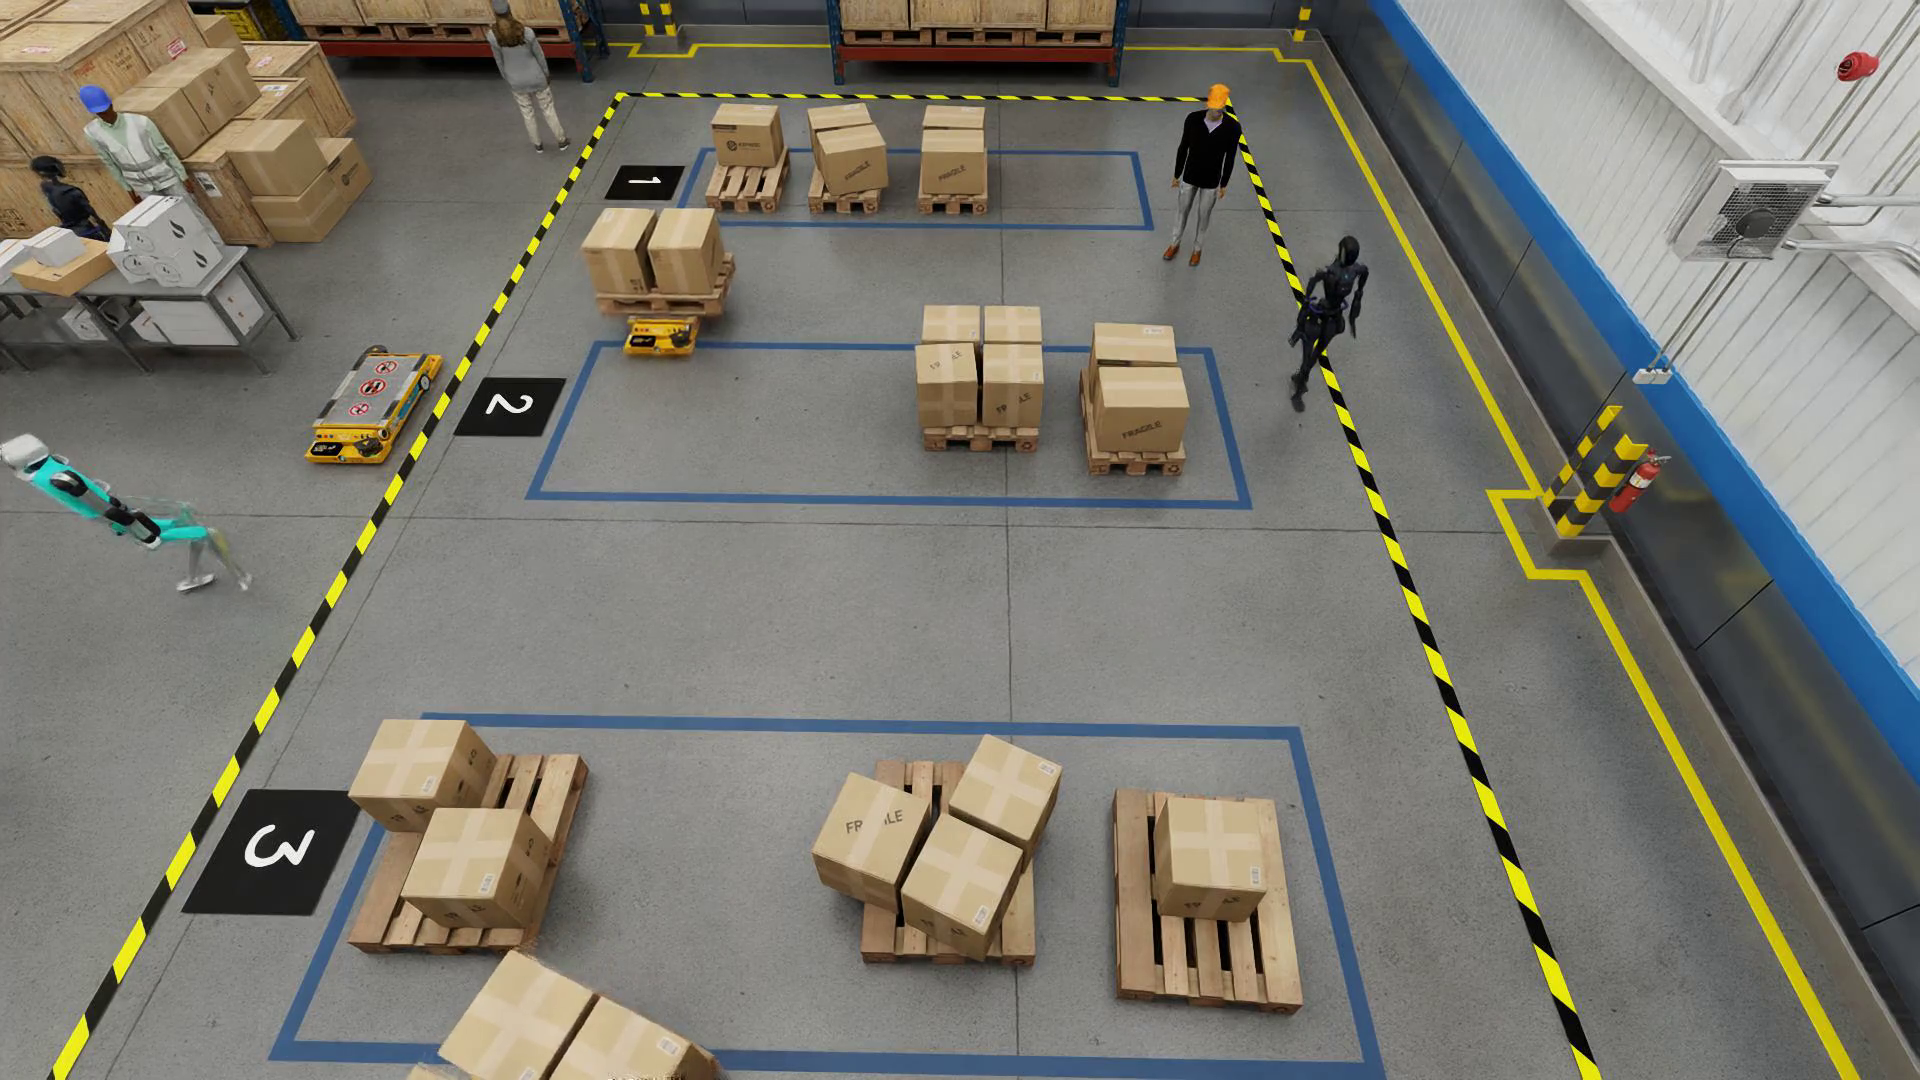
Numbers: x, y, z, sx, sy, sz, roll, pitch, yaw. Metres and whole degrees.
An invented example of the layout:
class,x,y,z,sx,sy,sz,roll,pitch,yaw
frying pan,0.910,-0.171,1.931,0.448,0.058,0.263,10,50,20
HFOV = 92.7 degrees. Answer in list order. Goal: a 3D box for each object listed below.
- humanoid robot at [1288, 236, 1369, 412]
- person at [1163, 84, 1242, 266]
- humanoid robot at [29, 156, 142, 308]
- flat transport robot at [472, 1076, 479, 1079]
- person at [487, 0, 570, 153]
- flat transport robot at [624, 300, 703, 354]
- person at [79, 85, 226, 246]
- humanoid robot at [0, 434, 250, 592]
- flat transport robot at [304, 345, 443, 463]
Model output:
class,x,y,z,sx,sy,sz,roll,pitch,yaw
humanoid robot,3.239,-1.885,8.046,0.589,1.643,0.611,-8,50,-7
person,2.491,-3.746,9.478,0.589,1.883,0.362,19,52,15
humanoid robot,-8.435,-2.887,8.891,0.603,1.649,0.423,14,51,12
flat transport robot,-1.981,3.110,4.717,1.431,0.197,0.652,18,52,15
person,-5.257,-5.606,11.127,0.566,1.769,0.397,-9,50,-7
flat transport robot,-2.955,-2.435,9.409,0.652,0.197,1.431,1,50,1
person,-8.237,-3.671,9.378,0.603,1.941,0.412,-21,53,-17
humanoid robot,-5.829,-0.213,6.583,0.540,1.769,0.779,18,52,14
flat transport robot,-5.383,-1.269,8.441,0.659,0.231,1.431,1,50,1
